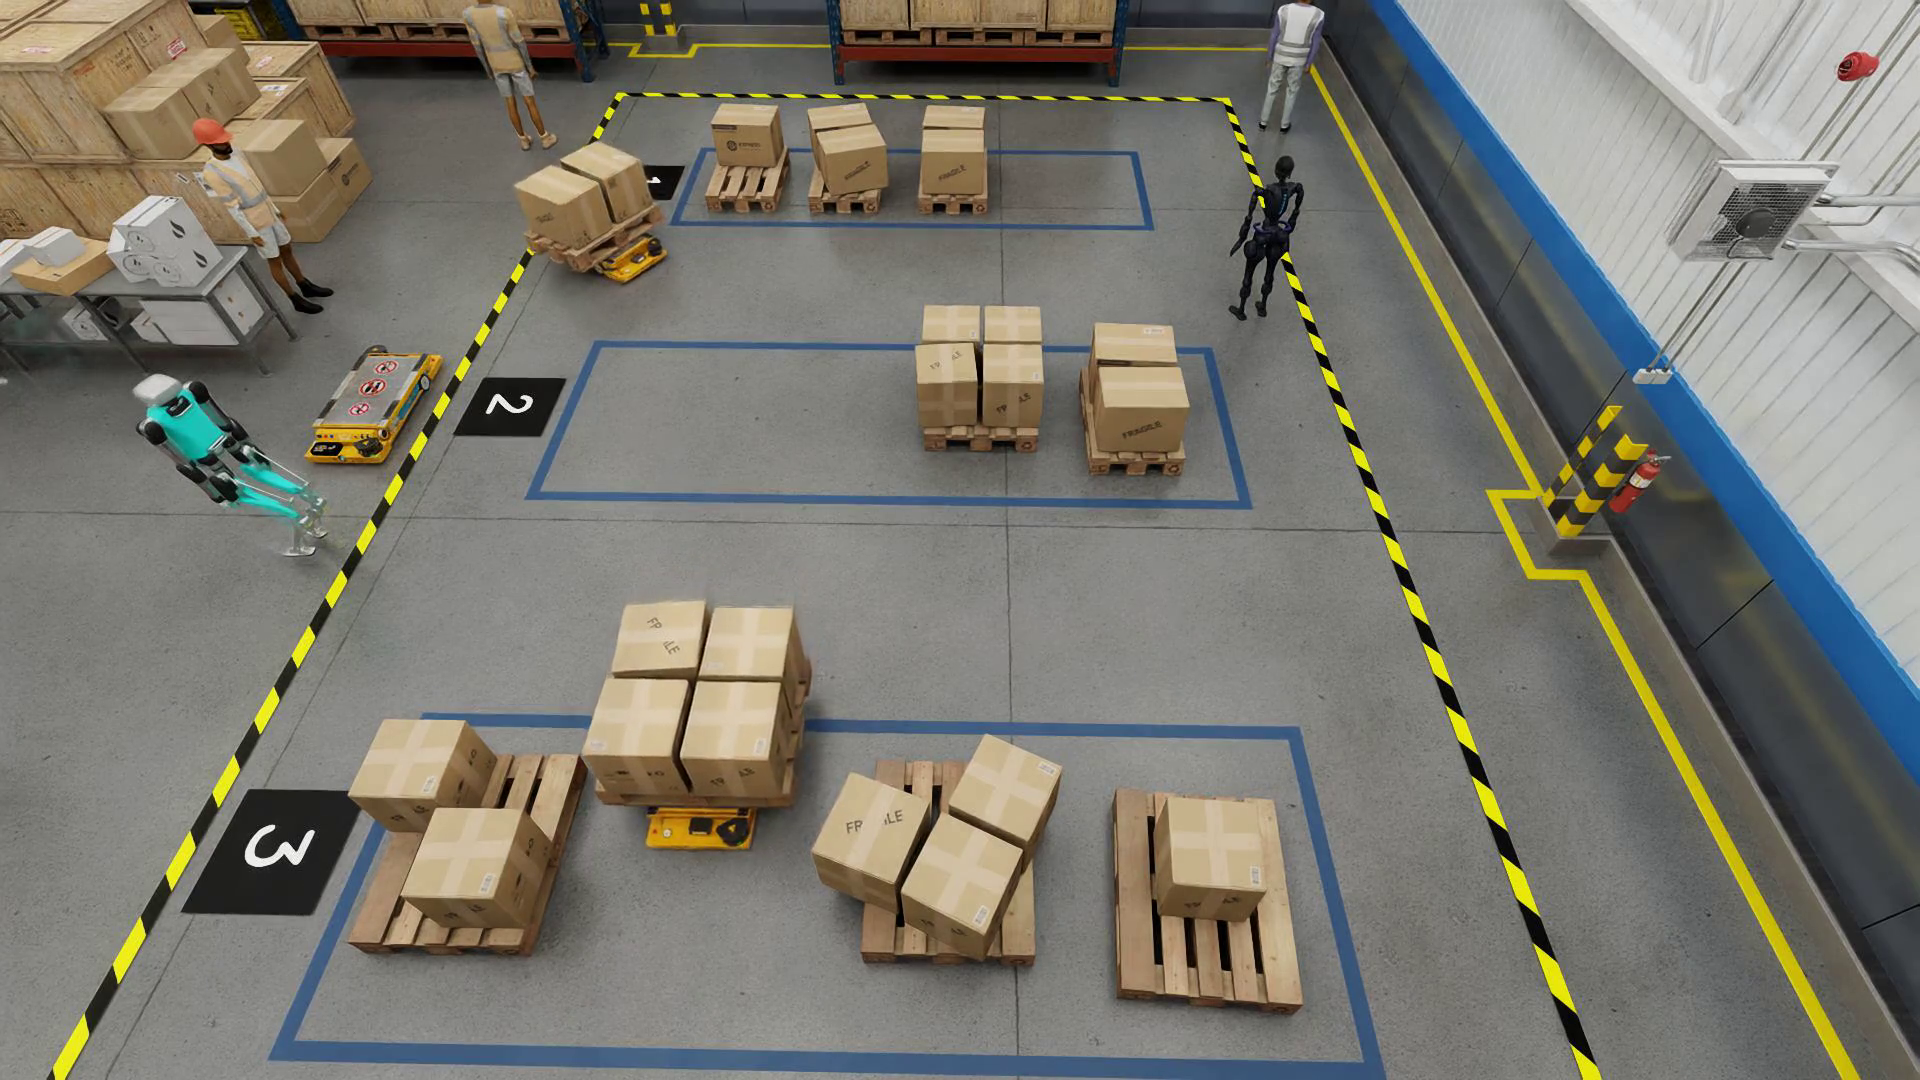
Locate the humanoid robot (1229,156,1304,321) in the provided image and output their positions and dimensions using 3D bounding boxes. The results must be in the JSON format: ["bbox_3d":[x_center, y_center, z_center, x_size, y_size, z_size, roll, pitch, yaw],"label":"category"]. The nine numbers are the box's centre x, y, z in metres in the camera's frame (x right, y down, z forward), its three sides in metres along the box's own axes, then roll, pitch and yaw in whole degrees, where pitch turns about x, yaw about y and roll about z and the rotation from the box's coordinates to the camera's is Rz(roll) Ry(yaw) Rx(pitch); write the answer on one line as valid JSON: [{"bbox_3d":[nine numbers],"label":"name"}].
[{"bbox_3d":[2.965,-2.916,8.905,0.599,1.653,0.315,-8,50,-7],"label":"humanoid robot"}]

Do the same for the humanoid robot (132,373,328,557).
[{"bbox_3d":[-5.178,-0.488,6.730,0.735,1.677,0.533,8,50,7],"label":"humanoid robot"}]

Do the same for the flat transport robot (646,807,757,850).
[{"bbox_3d":[-1.644,1.359,6.199,0.652,0.197,1.431,1,50,1],"label":"flat transport robot"}]

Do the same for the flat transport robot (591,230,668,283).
[{"bbox_3d":[-4.009,-3.286,10.129,1.431,0.197,0.652,25,54,20],"label":"flat transport robot"}]

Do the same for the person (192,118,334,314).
[{"bbox_3d":[-6.795,-3.133,8.925,0.362,1.939,0.542,-1,50,-1],"label":"person"}]

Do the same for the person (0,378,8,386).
[{"bbox_3d":[-9.306,-2.065,8.046,0.450,1.907,0.599,-2,50,-2],"label":"person"}]

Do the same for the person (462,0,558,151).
[{"bbox_3d":[-5.461,-5.746,11.068,0.604,2.044,0.376,-2,50,-2],"label":"person"}]

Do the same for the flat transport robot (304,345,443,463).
[{"bbox_3d":[-5.383,-1.269,8.441,0.659,0.231,1.431,1,50,1],"label":"flat transport robot"}]

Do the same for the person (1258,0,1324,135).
[{"bbox_3d":[4.123,-6.023,11.444,0.589,1.824,0.404,18,52,14],"label":"person"}]
